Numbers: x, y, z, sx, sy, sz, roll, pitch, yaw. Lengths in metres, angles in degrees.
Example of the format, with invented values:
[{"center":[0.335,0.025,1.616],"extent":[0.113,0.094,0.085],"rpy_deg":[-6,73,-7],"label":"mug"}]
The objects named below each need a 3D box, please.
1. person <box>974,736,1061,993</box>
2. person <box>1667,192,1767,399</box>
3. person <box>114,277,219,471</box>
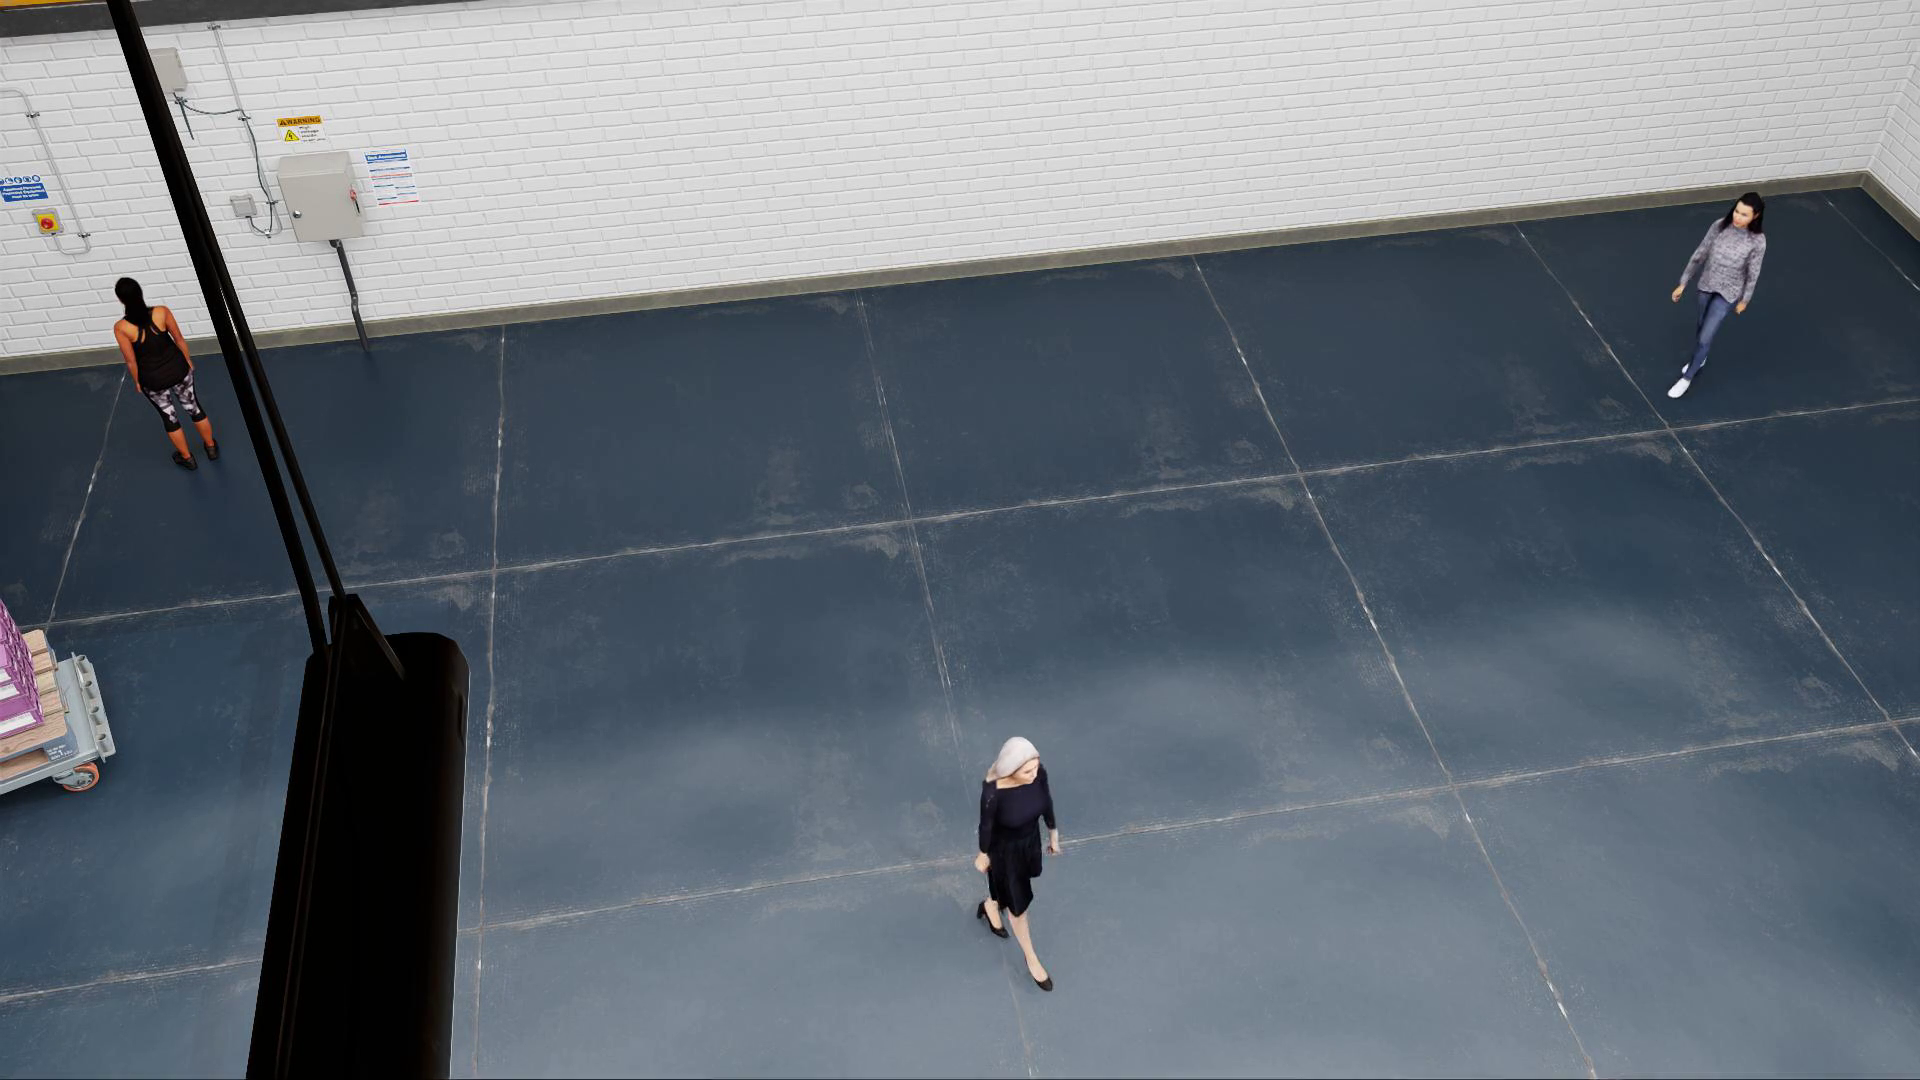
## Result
[{"center":[0.238,1.625,9.049],"extent":[0.882,1.732,1.015],"rpy_deg":[-30,51,-28],"label":"person"},{"center":[5.910,-1.963,12.837],"extent":[0.920,1.701,0.946],"rpy_deg":[-27,50,-25],"label":"person"},{"center":[-5.796,-1.225,12.091],"extent":[0.662,1.662,0.675],"rpy_deg":[-32,52,-29],"label":"person"}]
